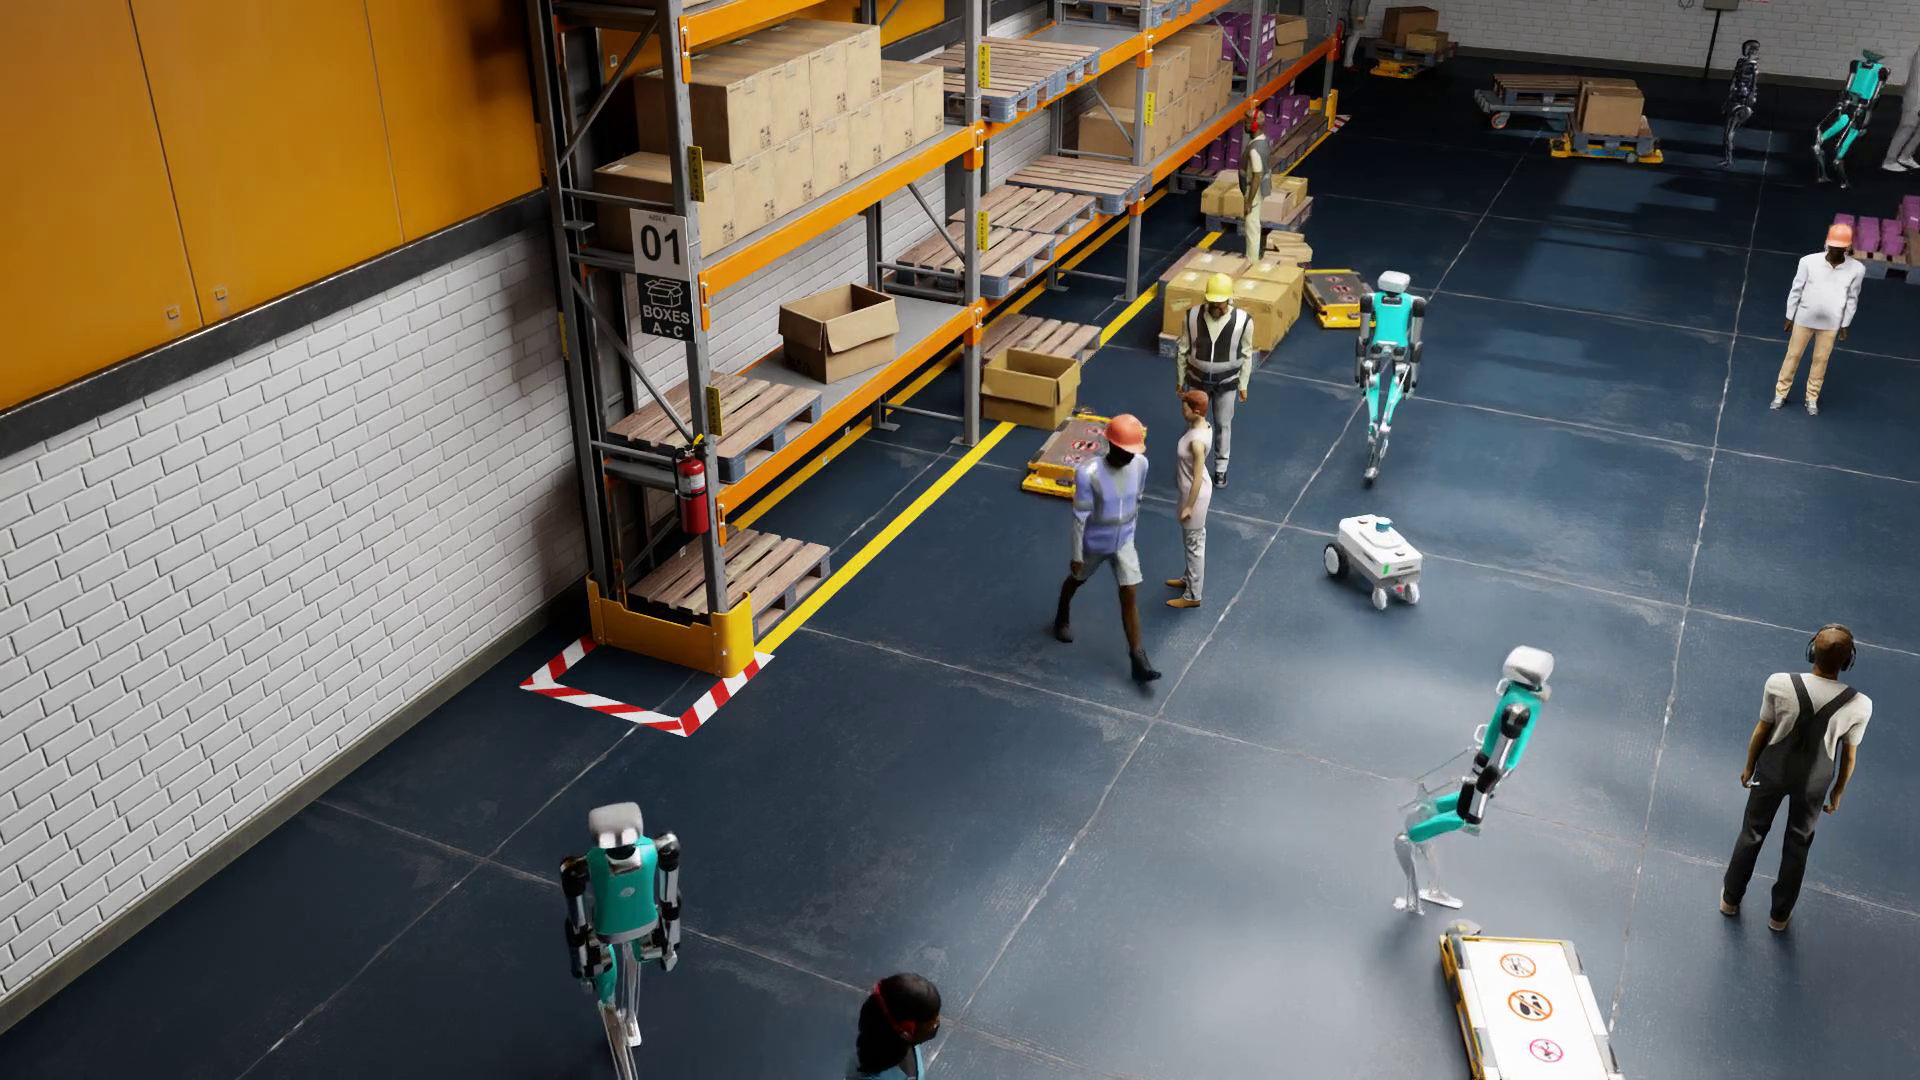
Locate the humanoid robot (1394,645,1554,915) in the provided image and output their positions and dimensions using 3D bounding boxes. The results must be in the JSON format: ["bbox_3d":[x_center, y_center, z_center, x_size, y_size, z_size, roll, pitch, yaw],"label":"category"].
[{"bbox_3d":[2.606,1.308,8.816,0.778,1.821,0.530,14,31,24],"label":"humanoid robot"}]

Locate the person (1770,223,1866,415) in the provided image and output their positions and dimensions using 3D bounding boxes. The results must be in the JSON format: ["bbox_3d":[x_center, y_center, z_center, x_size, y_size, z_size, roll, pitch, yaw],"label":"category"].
[{"bbox_3d":[7.653,-1.975,14.826,0.562,1.751,0.325,11,30,20],"label":"person"}]

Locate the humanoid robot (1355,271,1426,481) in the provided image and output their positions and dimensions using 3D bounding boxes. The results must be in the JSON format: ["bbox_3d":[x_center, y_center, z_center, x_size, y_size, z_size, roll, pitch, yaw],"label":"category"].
[{"bbox_3d":[3.431,-1.269,13.564,0.561,1.738,1.039,11,30,20],"label":"humanoid robot"}]

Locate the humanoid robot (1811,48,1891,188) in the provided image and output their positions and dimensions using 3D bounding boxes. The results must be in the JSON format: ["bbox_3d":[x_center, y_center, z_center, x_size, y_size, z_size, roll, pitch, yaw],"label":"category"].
[{"bbox_3d":[11.132,-5.264,20.967,0.872,1.776,0.543,-13,31,-22],"label":"humanoid robot"}]

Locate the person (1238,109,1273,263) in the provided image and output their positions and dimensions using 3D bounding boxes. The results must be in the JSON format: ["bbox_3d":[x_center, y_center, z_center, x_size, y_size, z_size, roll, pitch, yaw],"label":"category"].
[{"bbox_3d":[3.173,-3.732,17.987,0.397,1.846,0.563,7,29,12],"label":"person"}]

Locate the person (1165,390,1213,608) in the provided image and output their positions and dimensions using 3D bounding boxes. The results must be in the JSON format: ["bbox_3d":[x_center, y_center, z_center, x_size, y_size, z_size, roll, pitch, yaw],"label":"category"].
[{"bbox_3d":[1.641,-0.298,11.815,0.285,1.658,0.448,4,29,8],"label":"person"}]

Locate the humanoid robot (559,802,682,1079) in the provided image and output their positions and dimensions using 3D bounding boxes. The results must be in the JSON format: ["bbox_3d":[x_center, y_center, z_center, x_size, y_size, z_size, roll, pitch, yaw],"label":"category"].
[{"bbox_3d":[-1.620,1.821,7.819,0.533,1.768,0.894,-12,31,-22],"label":"humanoid robot"}]

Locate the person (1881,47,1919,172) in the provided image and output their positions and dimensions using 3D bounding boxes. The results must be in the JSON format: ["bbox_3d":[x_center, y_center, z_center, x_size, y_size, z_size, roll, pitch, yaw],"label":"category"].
[{"bbox_3d":[12.539,-5.716,21.623,0.621,1.882,0.663,11,30,20],"label":"person"}]

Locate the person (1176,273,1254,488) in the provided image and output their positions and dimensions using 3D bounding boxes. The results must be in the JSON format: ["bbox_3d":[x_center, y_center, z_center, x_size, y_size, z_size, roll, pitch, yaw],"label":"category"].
[{"bbox_3d":[2.044,-1.292,13.479,0.600,1.827,0.404,7,29,13],"label":"person"}]

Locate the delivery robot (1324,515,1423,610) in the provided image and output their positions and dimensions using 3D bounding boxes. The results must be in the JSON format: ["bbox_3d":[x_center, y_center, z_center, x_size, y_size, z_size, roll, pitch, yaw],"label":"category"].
[{"bbox_3d":[3.065,0.115,12.222,0.499,0.602,0.801,-9,30,-16],"label":"delivery robot"}]

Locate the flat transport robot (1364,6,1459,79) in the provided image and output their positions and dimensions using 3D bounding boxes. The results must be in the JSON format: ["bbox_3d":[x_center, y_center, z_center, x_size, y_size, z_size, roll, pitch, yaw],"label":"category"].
[{"bbox_3d":[7.309,-7.778,27.150,0.659,0.231,1.431,20,34,32],"label":"flat transport robot"}]

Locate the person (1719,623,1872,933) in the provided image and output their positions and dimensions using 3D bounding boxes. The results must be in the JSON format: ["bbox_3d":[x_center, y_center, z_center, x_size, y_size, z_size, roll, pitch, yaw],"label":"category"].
[{"bbox_3d":[4.392,1.255,8.757,0.499,1.839,0.344,13,31,23],"label":"person"}]

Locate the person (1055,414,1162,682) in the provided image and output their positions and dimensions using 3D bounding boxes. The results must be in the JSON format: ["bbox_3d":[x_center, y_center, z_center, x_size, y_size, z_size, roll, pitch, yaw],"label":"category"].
[{"bbox_3d":[0.985,-0.002,11.069,0.561,1.858,1.119,-11,30,-19],"label":"person"}]

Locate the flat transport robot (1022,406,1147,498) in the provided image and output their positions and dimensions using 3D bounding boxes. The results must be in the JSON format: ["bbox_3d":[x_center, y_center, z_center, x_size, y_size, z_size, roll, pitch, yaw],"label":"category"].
[{"bbox_3d":[1.072,-0.734,14.090,0.659,0.231,1.431,11,30,19],"label":"flat transport robot"}]

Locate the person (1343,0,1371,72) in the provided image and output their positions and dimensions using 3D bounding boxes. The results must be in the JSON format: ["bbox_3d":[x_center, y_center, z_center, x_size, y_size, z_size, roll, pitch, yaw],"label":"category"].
[{"bbox_3d":[6.469,-8.537,26.931,0.371,1.823,0.501,5,29,8],"label":"person"}]

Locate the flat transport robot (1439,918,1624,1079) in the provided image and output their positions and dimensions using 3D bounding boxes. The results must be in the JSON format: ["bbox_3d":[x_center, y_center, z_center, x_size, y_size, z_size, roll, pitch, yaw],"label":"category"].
[{"bbox_3d":[2.824,2.438,8.208,0.659,0.231,1.431,2,28,4],"label":"flat transport robot"}]

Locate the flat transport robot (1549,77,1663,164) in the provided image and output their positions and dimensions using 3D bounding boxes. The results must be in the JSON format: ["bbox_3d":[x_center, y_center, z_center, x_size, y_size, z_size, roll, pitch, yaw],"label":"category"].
[{"bbox_3d":[8.786,-5.340,22.630,1.431,0.231,0.659,7,29,13],"label":"flat transport robot"}]

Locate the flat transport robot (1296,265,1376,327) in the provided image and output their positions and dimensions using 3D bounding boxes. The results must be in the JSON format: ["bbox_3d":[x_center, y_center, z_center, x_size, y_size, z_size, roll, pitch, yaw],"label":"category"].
[{"bbox_3d":[3.976,-2.561,17.477,0.659,0.231,1.431,-1,28,-3],"label":"flat transport robot"}]

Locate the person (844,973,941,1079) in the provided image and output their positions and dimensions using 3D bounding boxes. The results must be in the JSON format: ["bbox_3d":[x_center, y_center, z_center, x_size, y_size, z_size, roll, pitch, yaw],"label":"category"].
[{"bbox_3d":[-0.237,2.476,6.478,0.657,1.840,0.601,6,29,11],"label":"person"}]

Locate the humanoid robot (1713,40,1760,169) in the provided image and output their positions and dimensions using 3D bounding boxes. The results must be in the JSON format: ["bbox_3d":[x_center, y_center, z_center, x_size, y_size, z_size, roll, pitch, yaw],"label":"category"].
[{"bbox_3d":[10.222,-5.740,21.878,0.355,1.649,0.610,-2,28,-4],"label":"humanoid robot"}]
